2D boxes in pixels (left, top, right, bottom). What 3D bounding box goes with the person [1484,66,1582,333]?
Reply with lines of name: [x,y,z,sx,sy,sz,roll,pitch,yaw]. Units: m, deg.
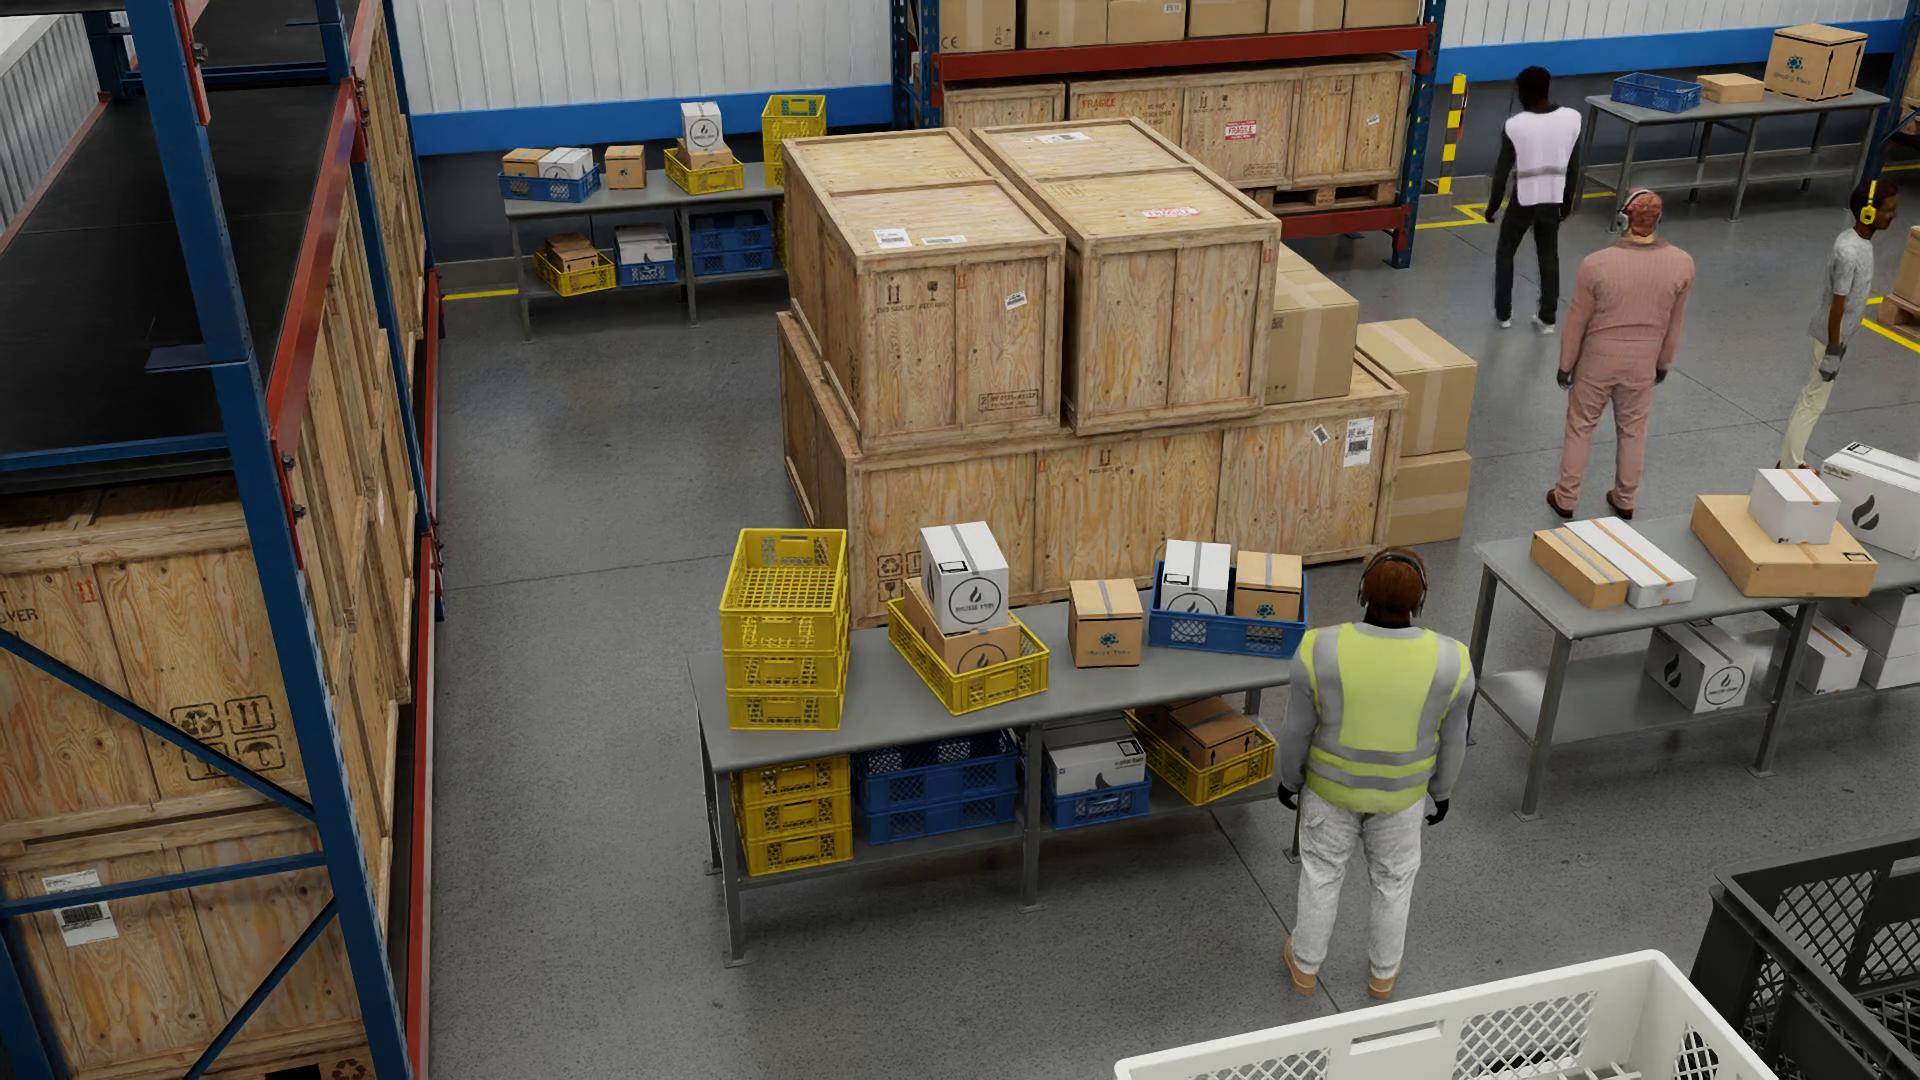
person: [4.063,-2.393,11.774,0.628,1.883,0.490,-5,29,-8]

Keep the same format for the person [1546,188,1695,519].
person: [3.644,-1.016,9.265,0.654,1.898,0.399,1,29,1]

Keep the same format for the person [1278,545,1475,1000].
person: [1.445,0.852,5.926,0.633,1.841,0.429,4,29,7]

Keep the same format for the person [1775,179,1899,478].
person: [5.019,-1.144,9.515,0.328,1.876,0.514,15,32,25]
